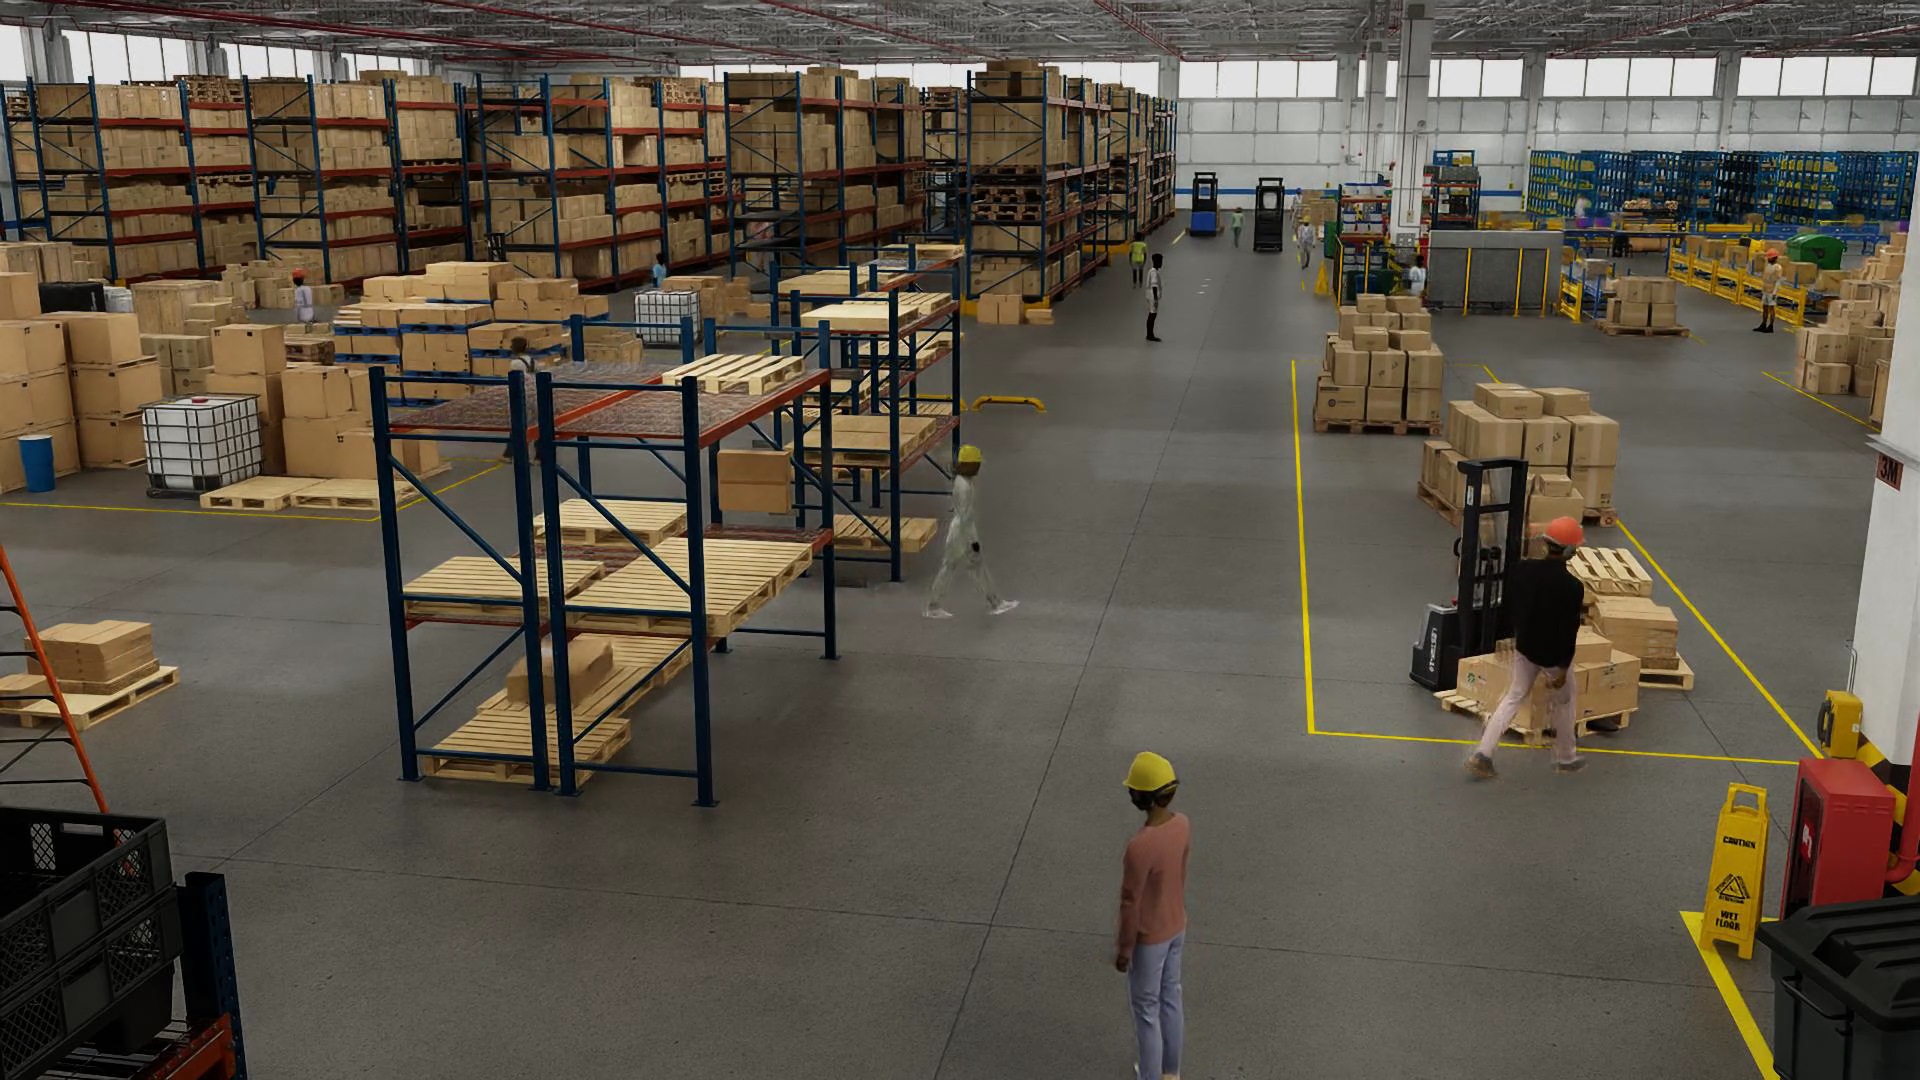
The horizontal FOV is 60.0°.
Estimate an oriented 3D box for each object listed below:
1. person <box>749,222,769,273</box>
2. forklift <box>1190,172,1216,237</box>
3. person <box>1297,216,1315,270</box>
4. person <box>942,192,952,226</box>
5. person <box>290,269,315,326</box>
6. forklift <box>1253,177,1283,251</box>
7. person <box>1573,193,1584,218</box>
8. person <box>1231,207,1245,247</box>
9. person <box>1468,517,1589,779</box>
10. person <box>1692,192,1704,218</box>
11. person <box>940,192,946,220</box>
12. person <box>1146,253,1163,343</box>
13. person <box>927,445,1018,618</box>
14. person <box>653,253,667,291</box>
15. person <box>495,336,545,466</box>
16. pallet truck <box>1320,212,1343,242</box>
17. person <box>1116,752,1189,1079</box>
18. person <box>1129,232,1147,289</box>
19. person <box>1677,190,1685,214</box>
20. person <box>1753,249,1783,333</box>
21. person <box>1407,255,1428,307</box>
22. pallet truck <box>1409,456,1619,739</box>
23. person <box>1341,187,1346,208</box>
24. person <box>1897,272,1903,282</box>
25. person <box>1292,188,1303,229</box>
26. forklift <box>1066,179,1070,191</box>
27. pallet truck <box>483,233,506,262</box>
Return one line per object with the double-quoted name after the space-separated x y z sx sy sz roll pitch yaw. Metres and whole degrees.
-6.665 -9.744 54.883 0.680 1.850 1.018 5 15 21 "person"
10.772 -14.821 73.378 1.129 2.768 1.873 2 14 10 "forklift"
11.707 -10.065 56.258 0.602 1.812 0.640 3 14 12 "person"
-0.622 -16.404 81.817 0.551 1.915 0.807 2 14 9 "person"
-13.153 -4.458 33.268 0.398 1.920 0.556 0 14 2 "person"
12.083 -12.747 64.956 1.129 2.768 1.873 3 14 10 "forklift"
27.354 -14.429 73.829 0.650 1.885 0.665 9 17 33 "person"
11.238 -12.623 67.087 0.527 1.588 0.830 5 15 21 "person"
4.144 0.786 11.934 0.982 1.958 0.615 -8 16 -29 "person"
35.436 -15.914 79.935 0.565 1.850 0.390 -5 15 -20 "person"
-0.678 -17.758 87.395 0.634 1.874 0.949 10 17 35 "person"
4.319 -5.378 36.919 0.364 1.964 0.611 0 14 0 "person"
0.096 -0.067 15.917 0.905 1.692 0.500 1 14 4 "person"
-7.267 -6.230 40.962 0.702 1.667 0.552 3 14 10 "person"
-6.181 -1.939 23.275 0.892 1.809 0.549 7 15 26 "person"
15.874 -13.227 70.310 0.680 1.201 1.601 10 17 35 "pallet truck"
0.905 1.861 7.954 0.334 1.763 0.526 9 17 34 "person"
5.303 -8.328 49.531 0.528 1.655 0.864 1 14 5 "person"
34.660 -15.946 79.879 0.624 1.960 0.920 -3 14 -11 "person"
18.791 -5.780 38.629 0.366 1.931 0.542 -2 14 -9 "person"
11.165 -6.067 40.338 0.553 1.647 0.875 -11 18 -39 "person"
4.504 0.400 13.395 0.823 1.965 1.885 -6 15 -23 "pallet truck"
20.020 -17.561 86.887 0.487 1.728 0.452 11 18 38 "person"
20.410 -5.082 35.564 0.687 2.000 0.535 2 14 8 "person"
16.134 -15.870 79.551 0.604 1.949 0.389 -7 16 -28 "person"
5.954 -19.733 93.321 1.873 2.768 1.129 3 14 10 "forklift"
-11.832 -7.026 43.548 1.885 1.965 0.823 8 16 28 "pallet truck"
